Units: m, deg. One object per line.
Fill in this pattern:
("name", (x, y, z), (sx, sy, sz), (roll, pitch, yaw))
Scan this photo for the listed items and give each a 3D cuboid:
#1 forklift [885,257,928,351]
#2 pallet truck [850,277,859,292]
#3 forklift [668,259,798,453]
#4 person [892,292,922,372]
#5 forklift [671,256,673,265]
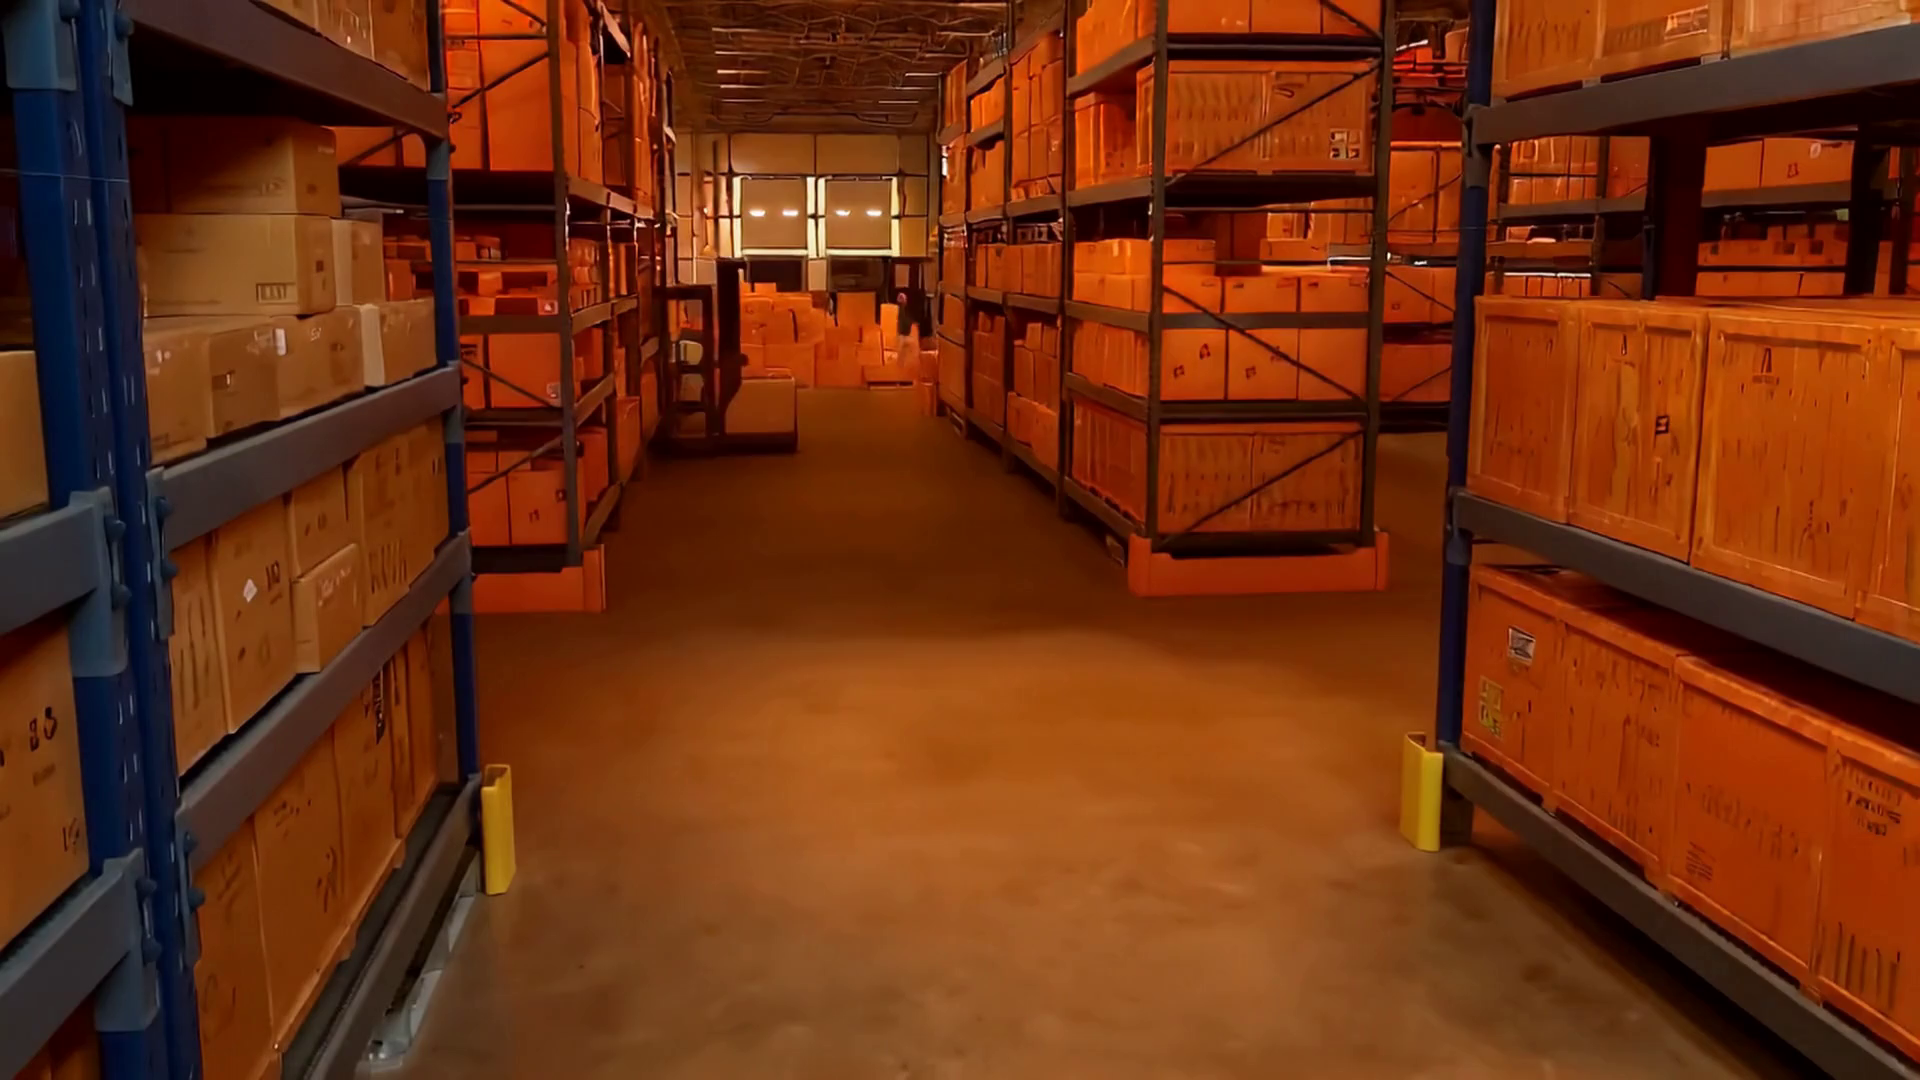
("forklift", (-1.713, -6.905, 48.766), (1.129, 2.768, 1.873), (5, 11, 26))
("pallet truck", (-3.782, -9.391, 65.808), (1.885, 1.965, 0.823), (2, 10, 10))
("forklift", (-3.347, -2.720, 24.402), (1.873, 2.768, 1.129), (-1, 10, -7))
("person", (-1.312, -5.113, 40.969), (0.759, 1.975, 0.632), (-4, 11, -23))
("forklift", (-10.987, -9.066, 61.344), (1.129, 2.768, 1.873), (-1, 10, -7))
